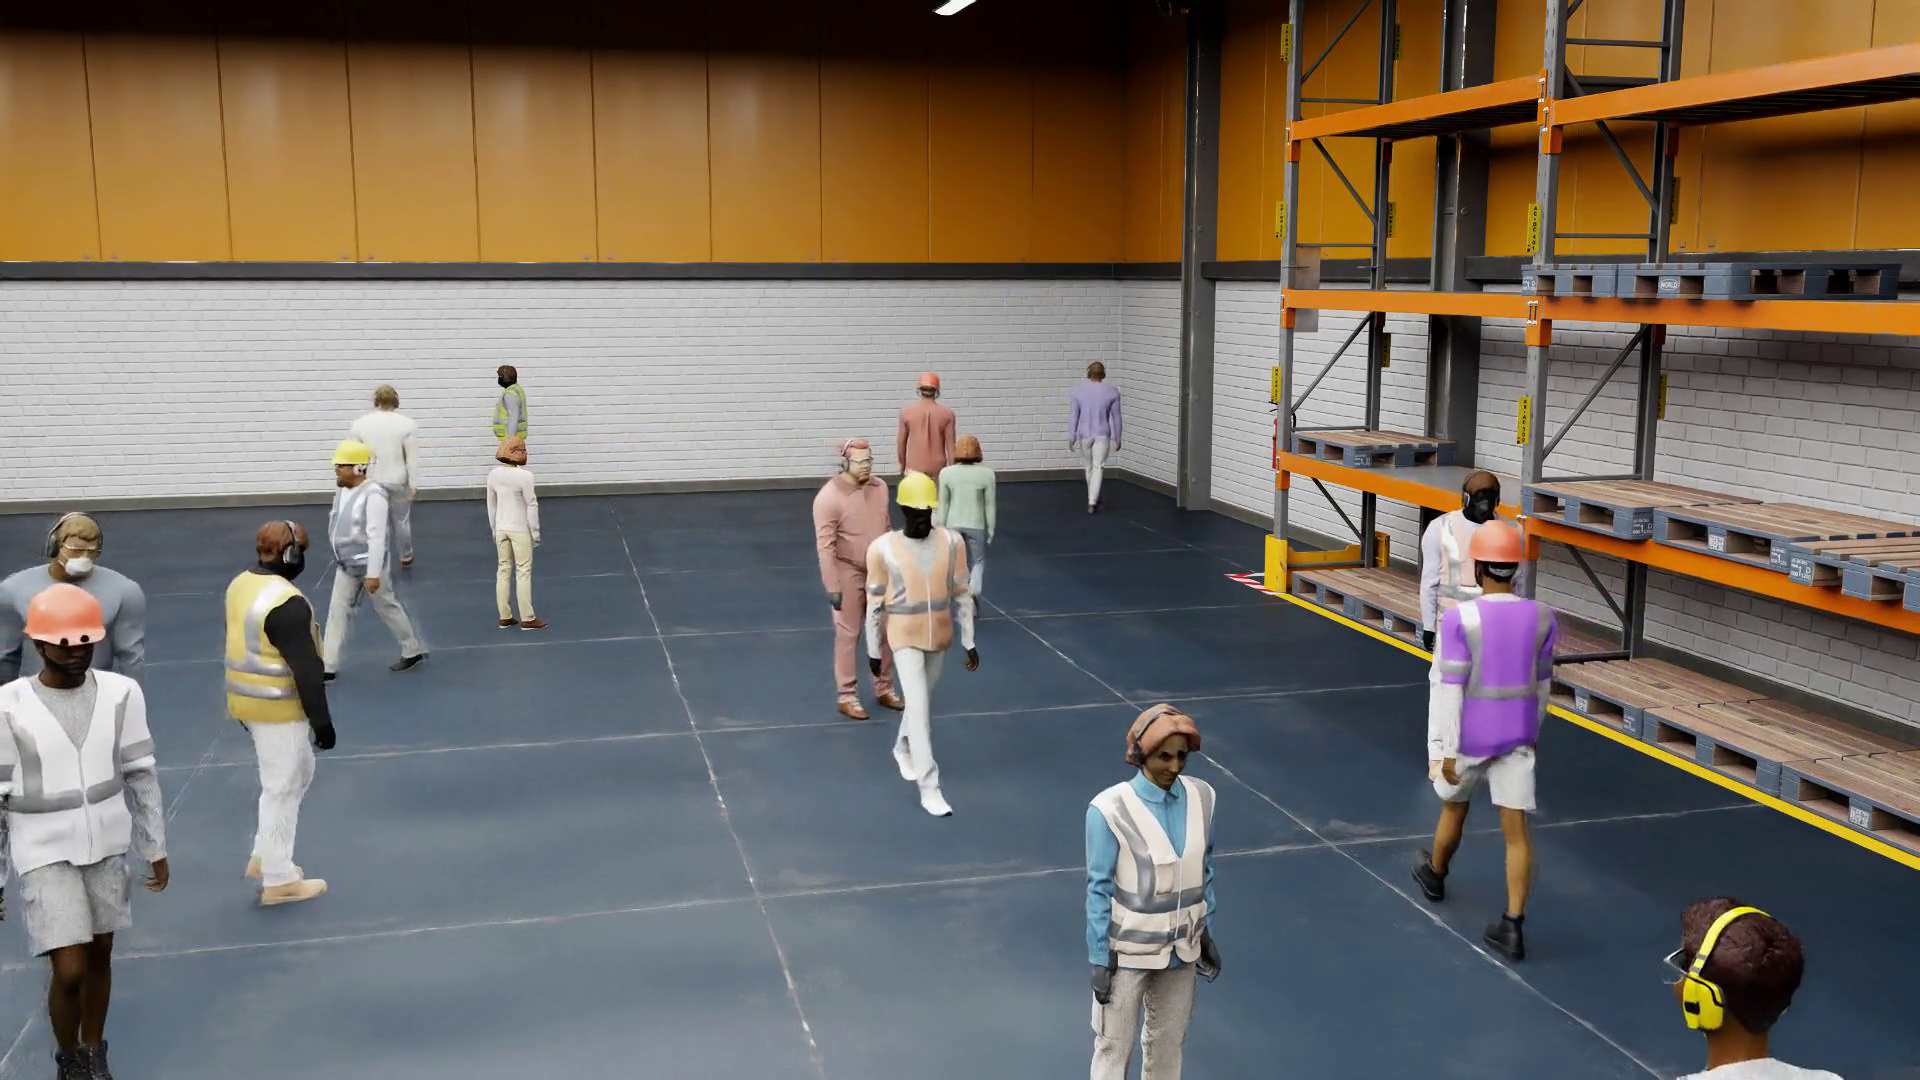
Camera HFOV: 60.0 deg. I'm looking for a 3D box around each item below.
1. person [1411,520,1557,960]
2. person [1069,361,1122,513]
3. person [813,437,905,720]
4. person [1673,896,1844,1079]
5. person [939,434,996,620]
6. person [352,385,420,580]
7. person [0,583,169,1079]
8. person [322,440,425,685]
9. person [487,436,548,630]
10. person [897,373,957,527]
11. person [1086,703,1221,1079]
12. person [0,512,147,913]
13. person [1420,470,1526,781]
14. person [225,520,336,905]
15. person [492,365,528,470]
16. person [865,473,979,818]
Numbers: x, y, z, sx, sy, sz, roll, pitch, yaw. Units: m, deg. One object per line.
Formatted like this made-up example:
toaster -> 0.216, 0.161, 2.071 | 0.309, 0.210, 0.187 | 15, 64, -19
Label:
person -> 2.373, 0.845, 7.524 | 0.563, 1.879, 1.008 | -1, 9, -6
person -> 1.711, -1.299, 20.917 | 0.644, 1.887, 1.047 | 2, 9, 14
person -> -0.673, 0.253, 11.200 | 0.432, 1.895, 0.692 | 9, 13, 44
person -> 1.424, 1.575, 3.233 | 0.498, 1.805, 1.015 | -4, 10, -21
person -> 0.053, -0.092, 14.217 | 0.506, 1.621, 0.429 | 1, 9, 8
person -> -5.626, -0.577, 16.375 | 0.648, 1.883, 1.007 | -2, 9, -12
person -> -3.064, 1.101, 5.816 | 0.532, 1.919, 0.580 | 7, 12, 39
person -> -4.372, 0.154, 12.160 | 0.607, 1.787, 0.955 | 8, 12, 39
person -> -3.734, -0.060, 13.961 | 0.498, 1.633, 0.283 | 5, 10, 27
person -> -0.354, -0.786, 17.534 | 0.612, 1.938, 0.995 | -1, 9, -4
person -> 0.613, 1.322, 5.320 | 0.514, 1.639, 0.310 | -6, 11, -32
person -> -4.127, 0.803, 7.766 | 0.646, 1.898, 0.512 | -5, 11, -30
person -> 3.018, 0.507, 9.781 | 0.624, 1.845, 0.429 | 0, 9, -2
person -> -3.243, 0.816, 7.913 | 0.434, 1.818, 0.665 | -8, 12, -40
person -> -5.660, -1.282, 20.947 | 0.429, 1.840, 0.636 | -1, 9, -9
person -> -0.241, 0.542, 9.461 | 0.590, 1.883, 1.011 | -4, 10, -25
